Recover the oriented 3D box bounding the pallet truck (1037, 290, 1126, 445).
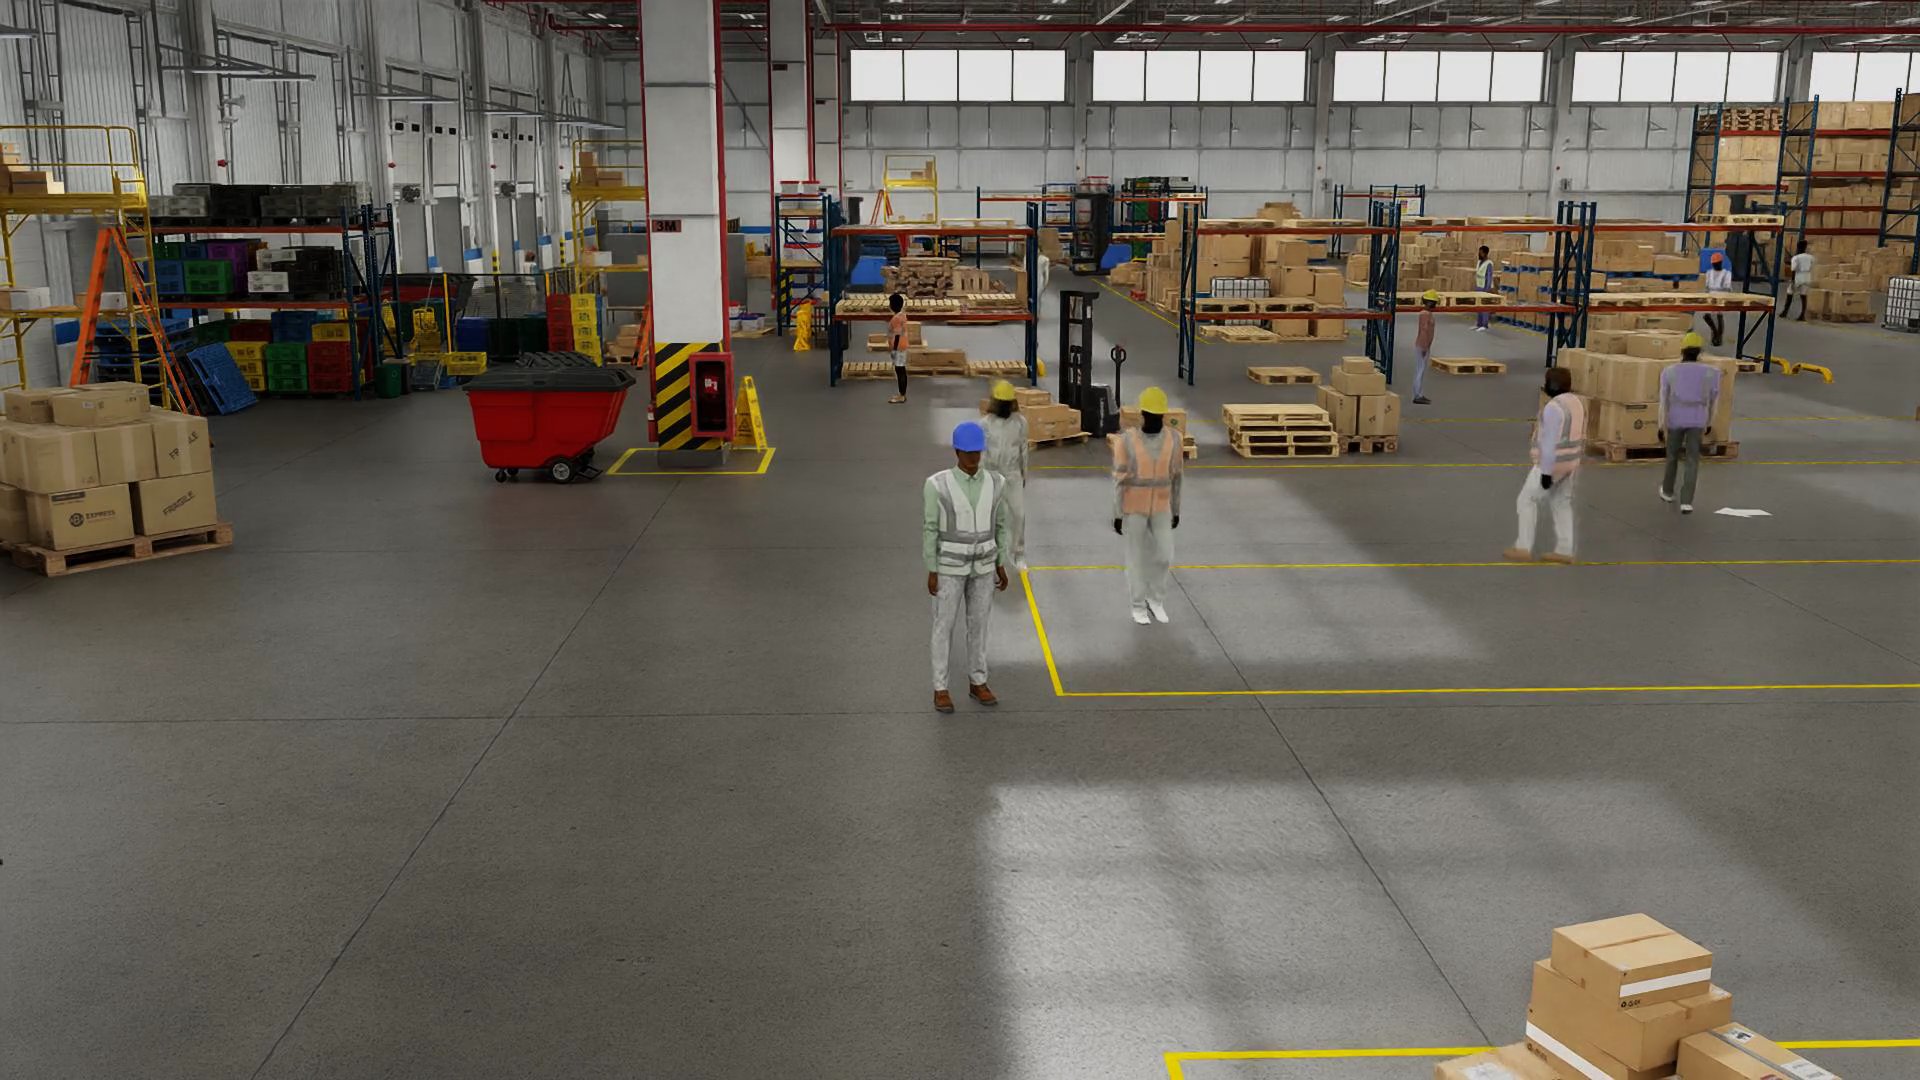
[{"bbox_3d":[1.257,-2.299,22.111,1.885,1.965,0.823,-9,15,-35],"label":"pallet truck"}]

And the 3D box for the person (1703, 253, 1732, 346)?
[{"bbox_3d":[15.608,-4.952,34.275,0.454,1.913,0.667,-9,15,-34],"label":"person"}]

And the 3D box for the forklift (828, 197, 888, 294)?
[{"bbox_3d":[-3.061,-8.629,48.682,1.873,2.768,1.129,0,12,-2],"label":"forklift"}]

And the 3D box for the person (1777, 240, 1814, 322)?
[{"bbox_3d":[20.161,-6.239,40.063,0.597,1.918,0.935,-1,13,-6],"label":"person"}]

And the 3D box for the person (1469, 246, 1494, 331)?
[{"bbox_3d":[11.802,-5.665,37.488,0.398,1.920,0.589,-2,13,-7],"label":"person"}]

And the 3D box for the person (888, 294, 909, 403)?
[{"bbox_3d":[-0.959,-2.970,25.830,0.318,1.696,0.532,2,13,8],"label":"person"}]

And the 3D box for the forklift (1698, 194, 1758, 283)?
[{"bbox_3d":[24.992,-9.742,53.708,1.873,2.768,1.129,9,15,35],"label":"forklift"}]

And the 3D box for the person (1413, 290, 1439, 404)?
[{"bbox_3d":[7.225,-2.994,25.791,0.328,1.761,0.523,5,13,21],"label":"person"}]

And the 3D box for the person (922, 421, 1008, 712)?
[{"bbox_3d":[0.040,0.169,11.077,0.602,1.949,0.396,-5,13,-22],"label":"person"}]

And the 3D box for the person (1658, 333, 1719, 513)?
[{"bbox_3d":[7.720,-1.254,17.700,0.589,1.885,0.945,5,13,21],"label":"person"}]

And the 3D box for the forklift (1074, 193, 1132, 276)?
[{"bbox_3d":[4.906,-10.449,56.899,1.873,2.768,1.129,0,12,-2],"label":"forklift"}]

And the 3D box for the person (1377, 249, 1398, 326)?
[{"bbox_3d":[9.909,-5.887,38.663,0.505,1.845,0.346,3,13,15],"label":"person"}]

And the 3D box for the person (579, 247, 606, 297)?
[{"bbox_3d":[-8.327,-5.677,37.682,0.544,1.868,1.066,-8,15,-32],"label":"person"}]

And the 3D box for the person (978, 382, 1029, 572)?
[{"bbox_3d":[0.389,-0.550,14.877,0.500,1.710,0.844,-2,13,-9],"label":"person"}]

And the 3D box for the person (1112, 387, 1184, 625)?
[{"bbox_3d":[1.479,-0.257,13.084,0.603,1.905,0.486,-2,13,-11],"label":"person"}]

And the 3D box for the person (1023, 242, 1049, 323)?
[{"bbox_3d":[1.812,-6.151,39.703,0.633,1.914,0.916,2,13,9],"label":"person"}]

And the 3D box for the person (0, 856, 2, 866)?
[{"bbox_3d":[-5.218,0.842,8.123,0.555,1.914,0.746,7,14,30],"label":"person"}]

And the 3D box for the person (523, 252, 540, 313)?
[{"bbox_3d":[-10.463,-6.209,40.606,0.518,1.632,0.311,11,16,40],"label":"person"}]

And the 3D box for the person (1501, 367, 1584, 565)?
[{"bbox_3d":[5.336,-0.684,15.240,0.754,1.811,0.649,12,17,42],"label":"person"}]
